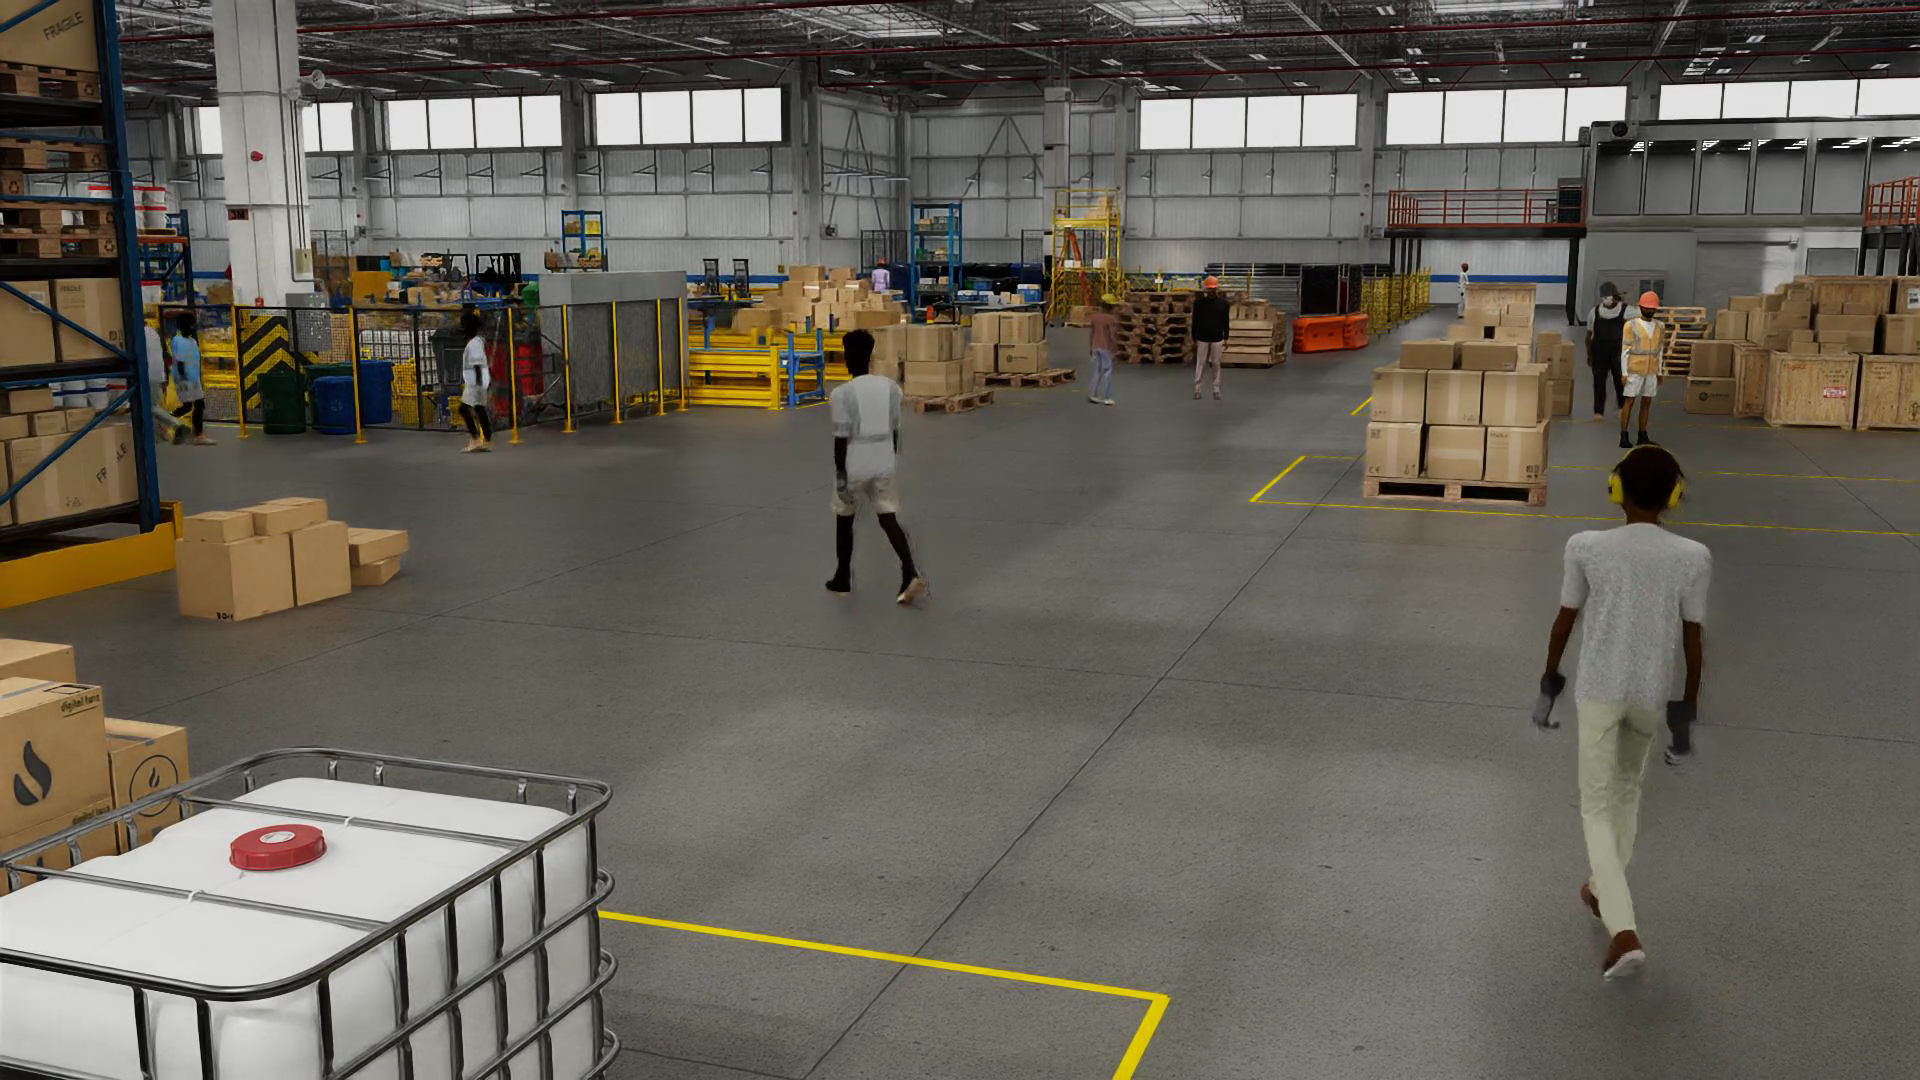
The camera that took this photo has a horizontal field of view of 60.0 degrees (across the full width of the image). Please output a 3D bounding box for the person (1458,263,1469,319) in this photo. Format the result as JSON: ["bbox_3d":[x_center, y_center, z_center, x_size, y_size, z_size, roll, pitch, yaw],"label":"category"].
[{"bbox_3d":[17.046,-8.424,56.318,0.354,1.884,0.576,5,11,24],"label":"person"}]

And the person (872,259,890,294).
[{"bbox_3d":[-2.675,-8.480,56.311,0.635,2.005,0.937,0,10,2],"label":"person"}]

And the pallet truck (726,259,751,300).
[{"bbox_3d":[-7.986,-9.493,62.019,0.823,1.965,1.885,3,11,17],"label":"pallet truck"}]

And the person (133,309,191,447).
[{"bbox_3d":[-9.771,-1.955,20.097,0.621,1.808,0.623,0,10,3],"label":"person"}]

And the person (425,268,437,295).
[{"bbox_3d":[-19.109,-9.134,60.393,0.988,1.855,0.674,-4,11,-20],"label":"person"}]

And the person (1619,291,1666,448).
[{"bbox_3d":[8.418,-2.087,20.480,0.552,1.935,0.373,-2,10,-8],"label":"person"}]

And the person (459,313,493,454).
[{"bbox_3d":[-5.878,-1.869,19.951,0.517,1.680,0.544,-3,10,-16],"label":"person"}]

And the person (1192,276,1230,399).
[{"bbox_3d":[4.066,-3.270,26.981,0.612,1.995,0.393,1,10,6],"label":"person"}]

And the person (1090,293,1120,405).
[{"bbox_3d":[2.268,-2.983,26.043,0.368,1.753,0.532,-8,13,-36],"label":"person"}]

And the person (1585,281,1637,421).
[{"bbox_3d":[9.258,-2.706,23.678,0.708,2.000,0.739,6,12,30],"label":"person"}]

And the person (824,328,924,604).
[{"bbox_3d":[-0.620,-0.513,11.635,0.594,1.938,0.931,-7,12,-34],"label":"person"}]

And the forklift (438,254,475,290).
[{"bbox_3d":[-20.133,-10.254,65.465,1.157,1.987,2.680,3,11,19],"label":"forklift"}]

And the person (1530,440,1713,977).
[{"bbox_3d":[2.323,0.571,5.821,0.529,1.840,0.915,1,10,5],"label":"person"}]

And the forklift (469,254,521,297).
[{"bbox_3d":[-17.990,-10.121,64.684,1.157,1.987,2.680,3,11,17],"label":"forklift"}]

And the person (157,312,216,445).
[{"bbox_3d":[-9.680,-1.996,20.685,0.572,1.674,0.545,0,10,2],"label":"person"}]

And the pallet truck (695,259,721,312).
[{"bbox_3d":[-9.165,-9.627,62.776,0.823,1.965,1.885,4,11,23],"label":"pallet truck"}]

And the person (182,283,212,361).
[{"bbox_3d":[-15.909,-4.477,34.523,0.884,1.725,0.527,5,11,24],"label":"person"}]
